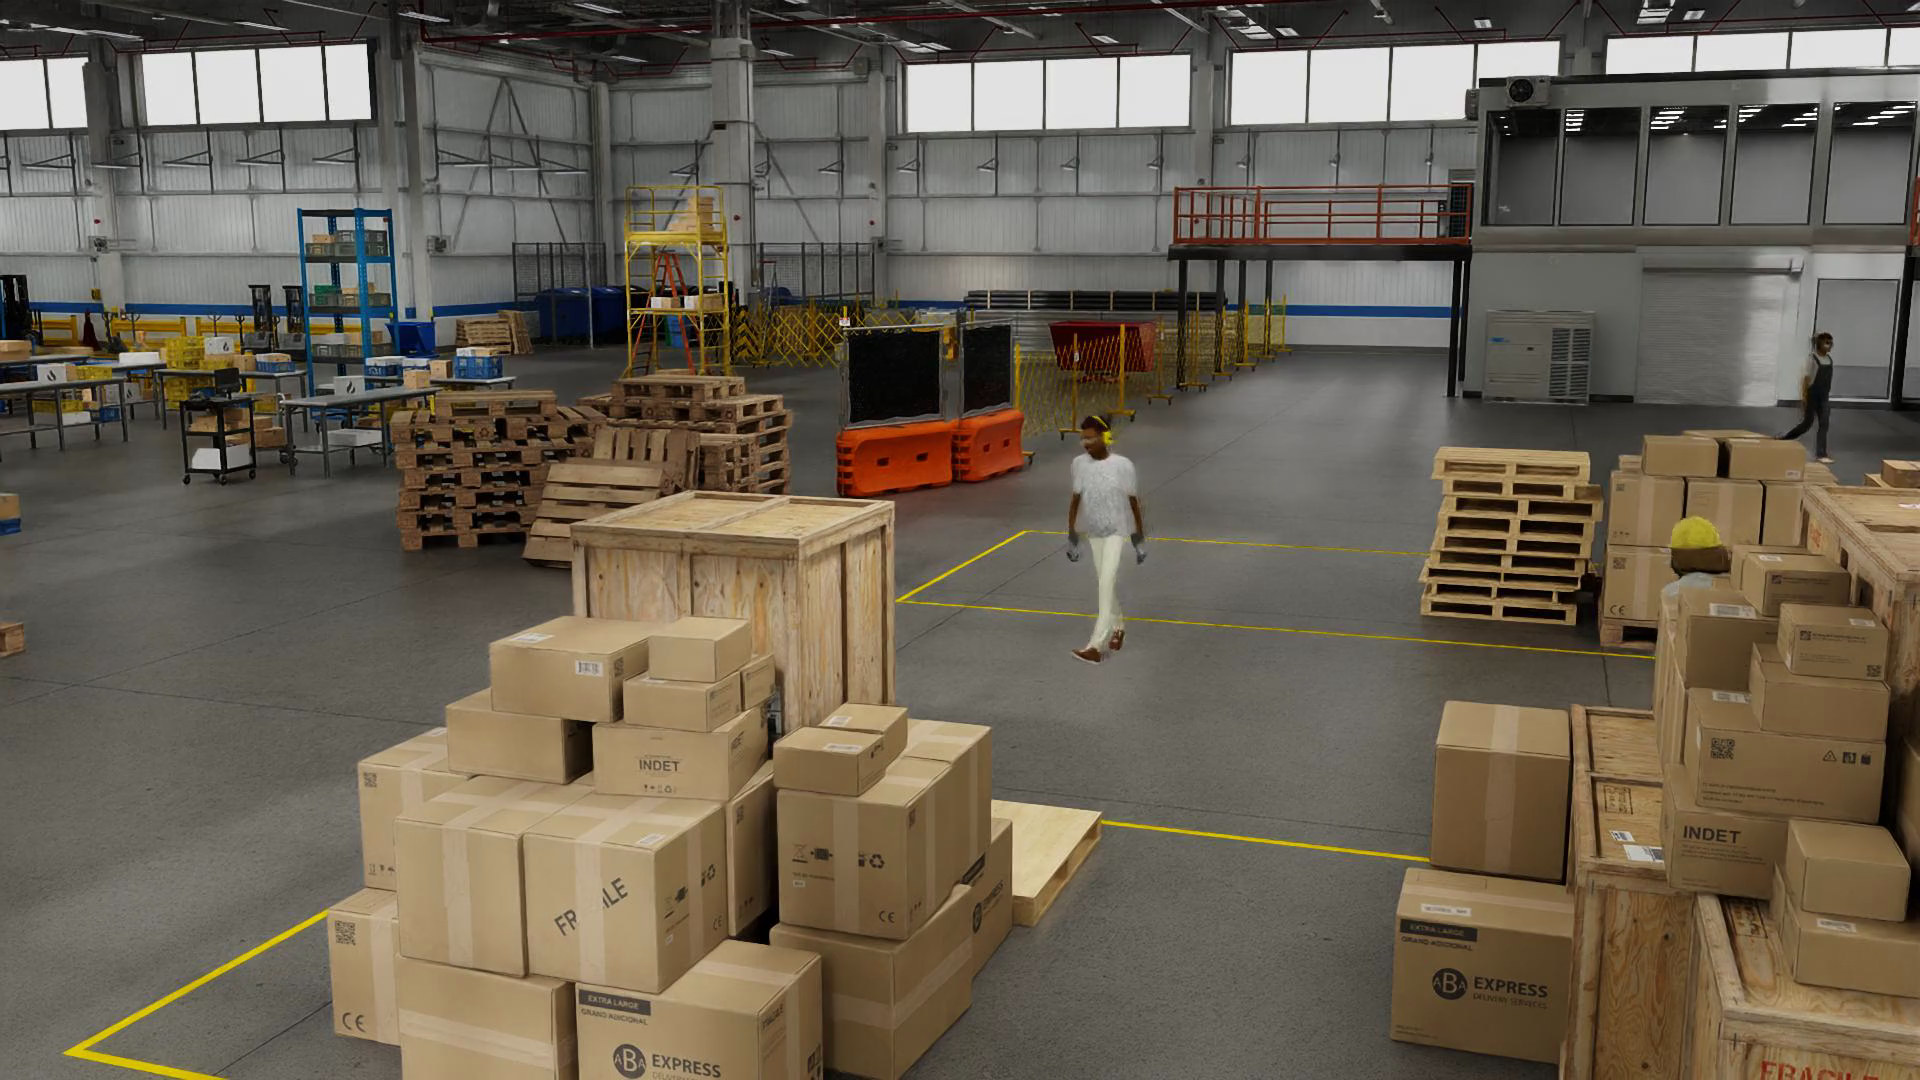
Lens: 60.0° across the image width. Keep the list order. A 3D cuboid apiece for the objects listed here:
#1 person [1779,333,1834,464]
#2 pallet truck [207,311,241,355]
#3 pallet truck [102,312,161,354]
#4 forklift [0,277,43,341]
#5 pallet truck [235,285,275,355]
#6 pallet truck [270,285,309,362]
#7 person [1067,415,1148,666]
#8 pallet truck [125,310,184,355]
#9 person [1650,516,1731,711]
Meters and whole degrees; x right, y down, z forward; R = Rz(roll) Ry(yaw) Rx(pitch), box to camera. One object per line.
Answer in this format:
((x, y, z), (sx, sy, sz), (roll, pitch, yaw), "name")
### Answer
((11.907, -1.983, 23.236), (0.511, 1.827, 0.728), (-5, 11, -25), "person")
((-19.537, -5.575, 44.913), (0.653, 1.274, 1.630), (3, 11, 19), "pallet truck")
((-23.057, -5.777, 46.261), (0.680, 1.201, 1.601), (3, 11, 19), "pallet truck")
((-27.151, -6.329, 46.328), (1.157, 1.987, 2.680), (3, 11, 17), "forklift")
((-18.327, -5.835, 44.421), (0.823, 1.965, 1.885), (4, 11, 23), "pallet truck")
((-17.147, -5.700, 43.663), (0.823, 1.965, 1.885), (3, 11, 17), "pallet truck")
((1.080, -0.010, 12.179), (0.566, 1.811, 1.006), (6, 12, 30), "person")
((-22.038, -5.665, 45.457), (0.704, 1.261, 1.522), (3, 11, 17), "pallet truck")
((3.569, 0.746, 8.157), (0.598, 1.716, 0.545), (-2, 10, -13), "person")
